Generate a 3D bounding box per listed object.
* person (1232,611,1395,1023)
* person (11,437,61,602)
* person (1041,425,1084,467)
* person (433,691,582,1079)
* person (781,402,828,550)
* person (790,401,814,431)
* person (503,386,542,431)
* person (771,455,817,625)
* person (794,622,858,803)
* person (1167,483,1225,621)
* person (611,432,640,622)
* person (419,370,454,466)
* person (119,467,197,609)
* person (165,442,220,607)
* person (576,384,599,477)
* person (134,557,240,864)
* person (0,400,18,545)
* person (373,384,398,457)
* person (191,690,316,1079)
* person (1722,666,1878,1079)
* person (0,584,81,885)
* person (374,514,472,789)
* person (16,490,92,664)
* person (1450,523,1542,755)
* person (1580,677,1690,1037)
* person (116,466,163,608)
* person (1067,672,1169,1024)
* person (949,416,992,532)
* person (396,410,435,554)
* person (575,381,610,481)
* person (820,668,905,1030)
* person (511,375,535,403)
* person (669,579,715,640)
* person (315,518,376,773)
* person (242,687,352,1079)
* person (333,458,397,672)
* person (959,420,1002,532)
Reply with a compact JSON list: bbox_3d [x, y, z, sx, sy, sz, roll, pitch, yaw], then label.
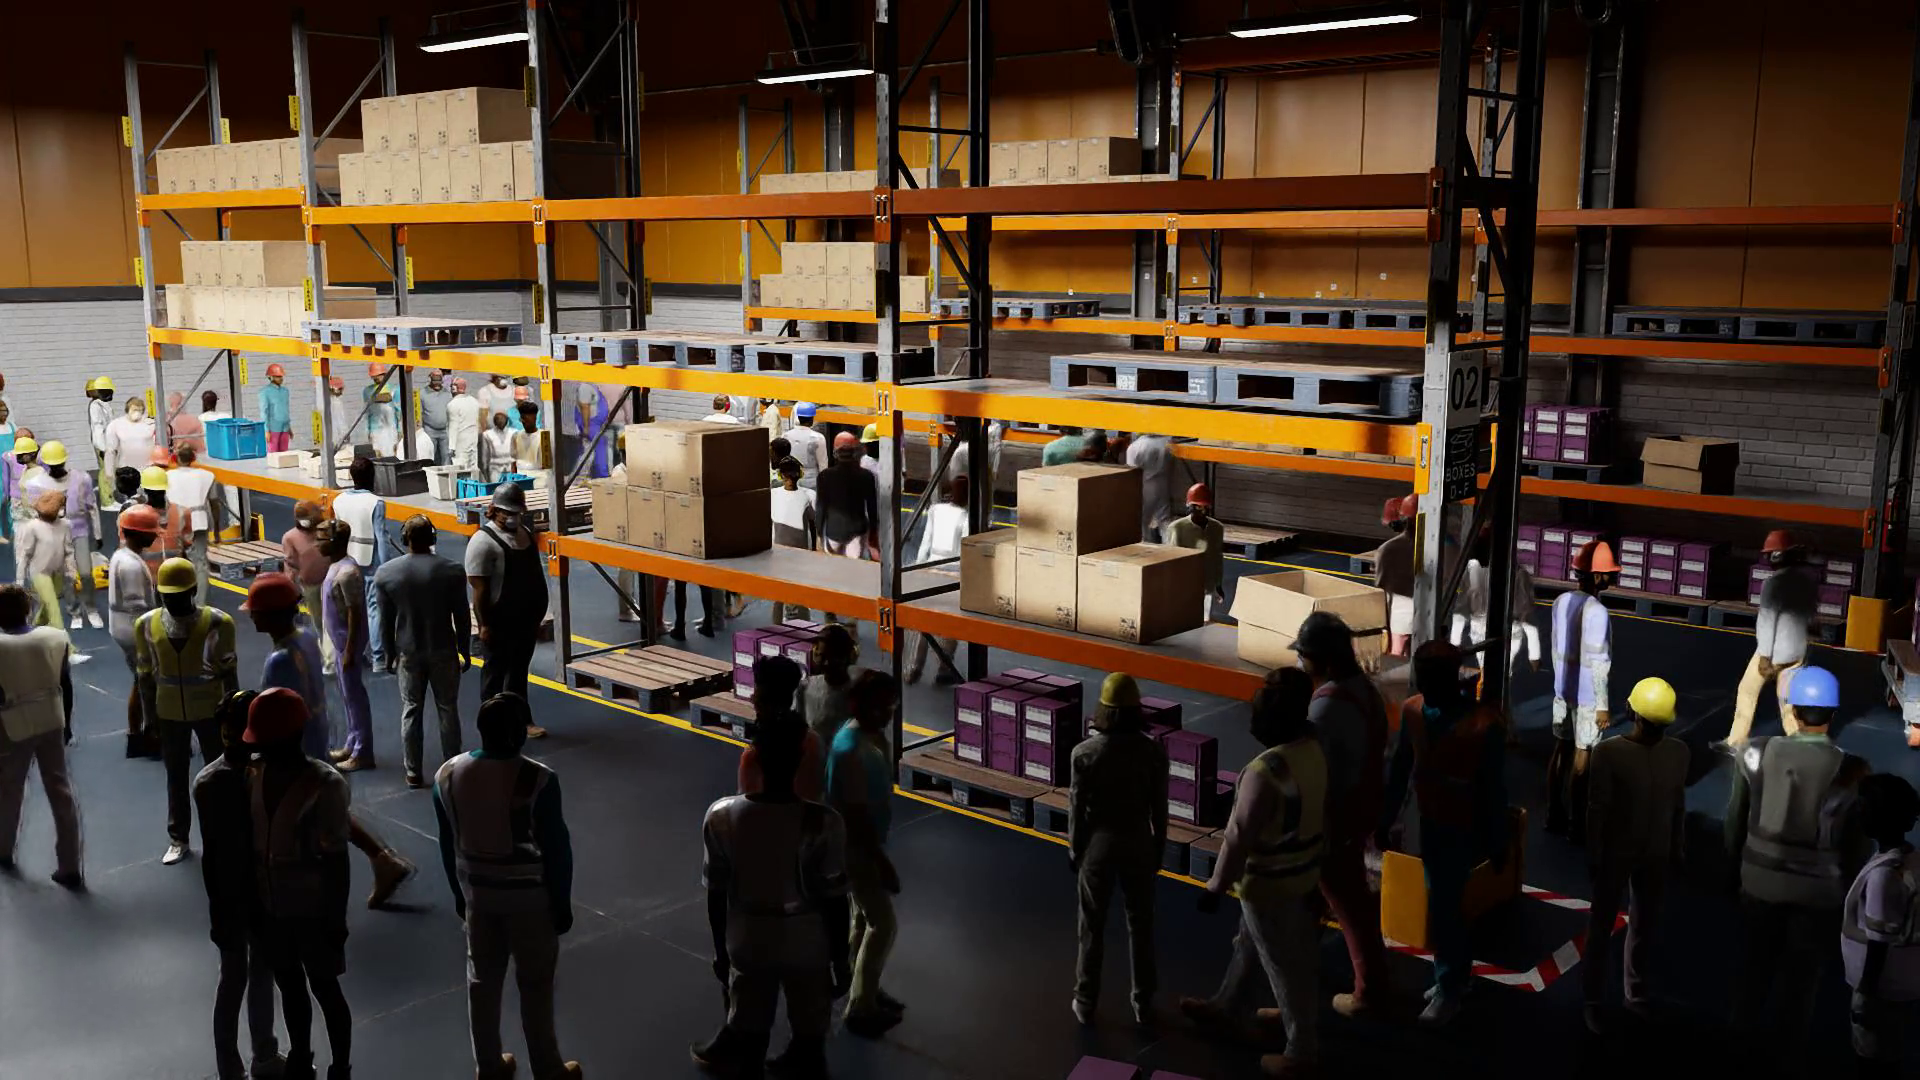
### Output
[{"bbox_3d":[1.769,1.321,8.221,0.981,2.000,0.704,7,12,33],"label":"person"},{"bbox_3d":[-9.870,-0.223,17.749,0.525,1.760,0.341,9,14,43],"label":"person"},{"bbox_3d":[1.165,-0.498,18.929,0.636,1.896,0.977,-5,11,-26],"label":"person"},{"bbox_3d":[-1.984,1.571,7.373,0.625,1.844,0.429,3,10,16],"label":"person"},{"bbox_3d":[-1.826,-0.670,19.739,0.614,1.945,0.401,5,11,24],"label":"person"},{"bbox_3d":[-2.284,-1.370,23.799,0.423,1.915,0.602,1,10,5],"label":"person"},{"bbox_3d":[-6.416,-1.395,24.413,0.570,1.743,0.365,-2,10,-11],"label":"person"},{"bbox_3d":[-1.561,0.144,15.359,0.509,1.872,0.328,-2,10,-10],"label":"person"},{"bbox_3d":[-0.642,1.335,8.674,0.512,1.858,0.374,3,11,19],"label":"person"},{"bbox_3d":[2.044,0.377,14.367,0.560,1.753,0.327,-4,11,-22],"label":"person"},{"bbox_3d":[-3.325,-0.140,16.804,0.367,1.927,0.587,0,10,-1],"label":"person"},{"bbox_3d":[-7.983,-1.651,25.425,0.639,1.903,0.406,-7,12,-34],"label":"person"},{"bbox_3d":[-6.823,0.324,14.222,0.593,1.919,0.402,-9,13,-41],"label":"person"},{"bbox_3d":[-7.854,-0.101,16.927,0.599,1.793,0.950,-7,12,-33],"label":"person"},{"bbox_3d":[-5.858,-1.669,26.291,0.407,1.617,0.533,3,11,19],"label":"person"},{"bbox_3d":[-4.706,1.042,10.164,0.583,1.918,0.407,-2,10,-9],"label":"person"},{"bbox_3d":[-12.160,-0.866,21.143,0.327,1.843,0.515,4,11,22],"label":"person"},{"bbox_3d":[-8.625,-1.474,24.947,0.409,1.740,0.504,-10,14,-43],"label":"person"},{"bbox_3d":[-3.142,1.568,7.349,0.333,1.860,0.510,2,10,11],"label":"person"},{"bbox_3d":[3.753,1.522,7.422,0.473,1.919,0.636,-10,14,-43],"label":"person"},{"bbox_3d":[-5.593,1.141,9.935,0.974,1.785,0.593,7,12,34],"label":"person"},{"bbox_3d":[-3.720,0.775,11.597,0.631,1.940,0.372,-2,10,-11],"label":"person"},{"bbox_3d":[-8.283,0.332,15.118,0.830,1.579,0.536,3,10,16],"label":"person"},{"bbox_3d":[3.795,0.771,11.979,1.037,1.799,0.670,-6,12,-31],"label":"person"},{"bbox_3d":[3.249,1.506,7.977,0.523,1.760,0.327,-2,10,-11],"label":"person"},{"bbox_3d":[-7.874,0.129,15.961,0.322,1.689,0.533,-2,10,-11],"label":"person"},{"bbox_3d":[0.763,1.495,8.112,0.498,1.734,0.338,-1,10,-4],"label":"person"},{"bbox_3d":[0.105,-0.471,18.735,0.611,1.917,0.995,-7,12,-34],"label":"person"},{"bbox_3d":[-6.370,-0.586,19.384,0.409,1.905,0.651,-8,13,-40],"label":"person"},{"bbox_3d":[-5.717,-1.865,26.236,0.787,2.000,0.689,-3,10,-14],"label":"person"},{"bbox_3d":[-0.469,1.485,7.978,0.452,1.813,0.577,1,10,8],"label":"person"},{"bbox_3d":[-7.390,-2.035,28.080,0.489,1.730,0.324,5,11,26],"label":"person"},{"bbox_3d":[-2.634,-0.003,16.047,0.546,1.927,0.405,-6,12,-31],"label":"person"},{"bbox_3d":[-4.435,0.751,12.000,0.327,1.843,0.514,-5,11,-26],"label":"person"},{"bbox_3d":[-2.869,1.564,7.174,0.544,1.929,0.387,5,11,24],"label":"person"},{"bbox_3d":[-5.285,0.224,14.783,0.591,1.916,0.392,5,11,25],"label":"person"},{"bbox_3d":[0.250,-0.966,21.739,0.590,1.833,0.404,4,11,23],"label":"person"}]
